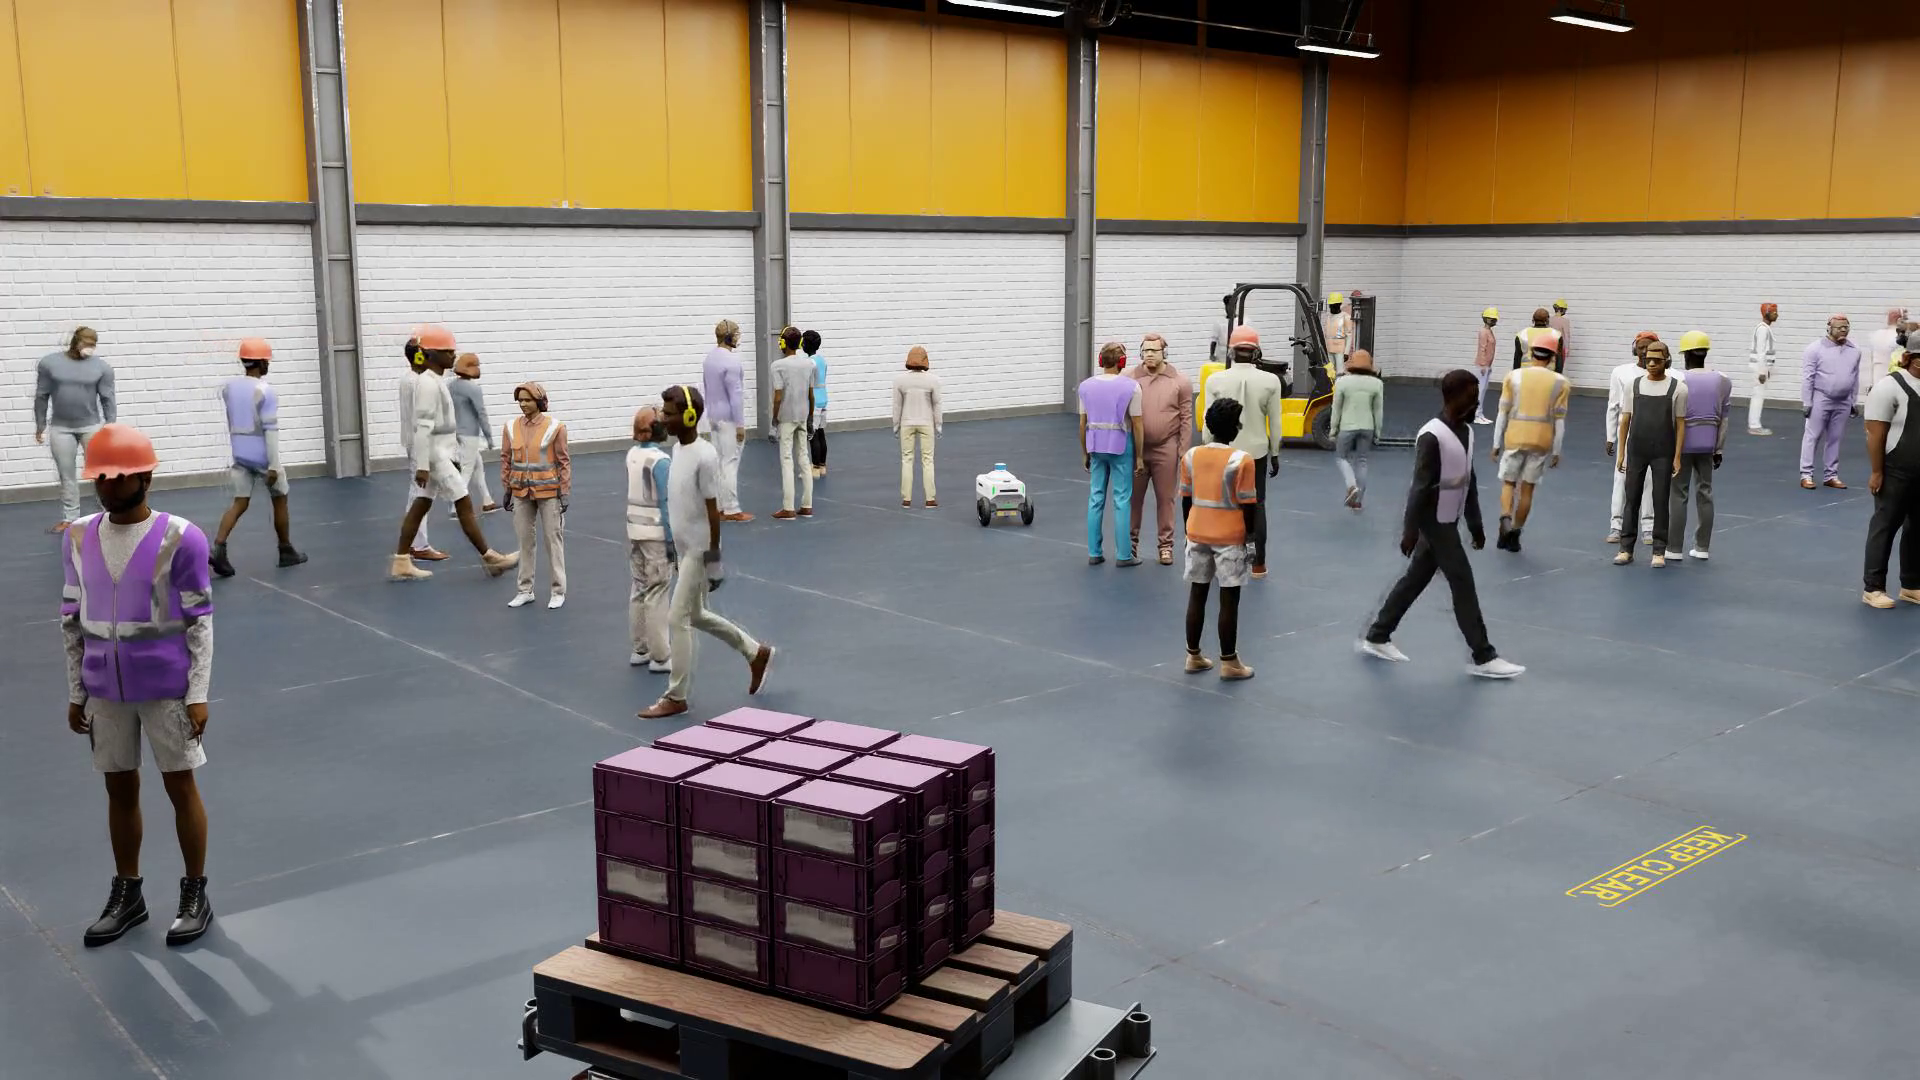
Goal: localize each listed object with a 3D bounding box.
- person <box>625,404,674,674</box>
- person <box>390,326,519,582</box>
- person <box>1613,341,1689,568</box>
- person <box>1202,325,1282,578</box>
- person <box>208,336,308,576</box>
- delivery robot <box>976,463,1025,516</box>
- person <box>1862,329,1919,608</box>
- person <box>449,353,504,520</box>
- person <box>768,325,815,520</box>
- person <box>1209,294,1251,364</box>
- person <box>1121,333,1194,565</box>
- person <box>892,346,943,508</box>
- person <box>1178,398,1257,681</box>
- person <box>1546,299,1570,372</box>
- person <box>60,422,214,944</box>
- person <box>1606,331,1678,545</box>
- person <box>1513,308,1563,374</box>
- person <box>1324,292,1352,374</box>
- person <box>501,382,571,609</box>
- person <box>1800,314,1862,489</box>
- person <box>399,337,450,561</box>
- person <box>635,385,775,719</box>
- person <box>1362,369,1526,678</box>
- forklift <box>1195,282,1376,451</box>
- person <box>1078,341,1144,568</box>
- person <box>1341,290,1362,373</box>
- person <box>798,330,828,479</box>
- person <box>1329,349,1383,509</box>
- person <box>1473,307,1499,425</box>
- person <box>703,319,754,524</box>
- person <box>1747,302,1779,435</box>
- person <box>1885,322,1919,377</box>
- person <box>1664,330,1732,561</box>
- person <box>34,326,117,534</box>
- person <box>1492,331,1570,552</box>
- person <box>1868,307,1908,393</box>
[{"bbox_3d":[-1.873,-0.007,10.161,0.310,1.636,0.522,-7,12,-35],"label":"person"},{"bbox_3d":[-3.968,-0.659,12.948,1.063,1.984,0.630,-3,10,-15],"label":"person"},{"bbox_3d":[5.635,-0.695,13.580,0.507,1.846,0.344,6,11,31],"label":"person"},{"bbox_3d":[2.216,-0.690,13.118,0.628,1.992,0.393,1,10,6],"label":"person"},{"bbox_3d":[-5.676,-0.673,13.283,0.545,1.907,0.914,3,10,18],"label":"person"},{"bbox_3d":[0.385,-0.487,15.863,0.477,0.478,0.707,-2,10,-12],"label":"delivery robot"},{"bbox_3d":[6.887,-0.517,11.968,0.689,2.000,0.537,-2,10,-13],"label":"person"},{"bbox_3d":[-4.678,-1.009,16.139,0.528,1.599,0.765,9,13,43],"label":"person"},{"bbox_3d":[-1.628,-1.127,16.054,0.531,1.865,0.317,-9,13,-42],"label":"person"},{"bbox_3d":[4.153,-2.811,25.672,0.626,1.940,0.667,3,10,19],"label":"person"},{"bbox_3d":[1.578,-0.743,13.678,0.643,1.910,0.400,3,10,16],"label":"person"},{"bbox_3d":[-0.428,-1.132,16.755,0.509,1.632,0.267,1,10,6],"label":"person"},{"bbox_3d":[1.555,-0.008,9.987,0.540,1.697,0.317,10,14,44],"label":"person"},{"bbox_3d":[10.710,-3.426,29.830,0.337,1.759,0.524,-6,11,-32],"label":"person"},{"bbox_3d":[-3.024,0.532,6.121,0.544,1.939,0.353,0,10,0],"label":"person"},{"bbox_3d":[5.996,-0.897,14.659,0.575,1.882,0.355,3,10,20],"label":"person"},{"bbox_3d":[7.720,-2.171,22.233,0.635,1.842,0.429,3,10,19],"label":"person"},{"bbox_3d":[6.334,-3.204,28.036,0.381,1.923,0.591,-6,11,-29],"label":"person"},{"bbox_3d":[-3.049,-0.317,11.973,0.522,1.638,0.310,2,10,12],"label":"person"},{"bbox_3d":[9.496,-1.501,18.118,0.643,1.910,0.400,-1,10,-4],"label":"person"},{"bbox_3d":[-4.499,-0.757,13.889,0.310,1.865,0.532,-5,11,-29],"label":"person"},{"bbox_3d":[-1.422,0.051,9.241,0.803,1.847,0.520,-5,11,-28],"label":"person"},{"bbox_3d":[2.950,-0.115,10.168,1.046,1.862,0.599,7,12,34],"label":"person"},{"bbox_3d":[4.328,-2.346,22.227,2.313,2.155,1.214,3,10,16],"label":"forklift"},{"bbox_3d":[1.229,-0.692,13.561,0.567,1.845,0.389,6,11,29],"label":"person"},{"bbox_3d":[7.346,-3.688,30.918,0.652,1.908,0.409,3,10,17],"label":"person"},{"bbox_3d":[-1.677,-1.537,18.948,0.318,1.697,0.533,2,10,14],"label":"person"},{"bbox_3d":[3.949,-1.094,16.570,0.525,1.620,0.402,0,10,-2],"label":"person"},{"bbox_3d":[7.956,-2.628,25.139,0.329,1.764,0.524,6,11,29],"label":"person"},{"bbox_3d":[-2.216,-1.124,15.822,0.367,1.936,0.647,-7,12,-34],"label":"person"},{"bbox_3d":[11.429,-2.439,23.684,0.345,1.882,0.598,5,11,26],"label":"person"},{"bbox_3d":[10.546,-1.514,18.526,0.429,1.808,0.725,-1,10,-3],"label":"person"},{"bbox_3d":[6.074,-0.777,13.829,0.587,1.926,0.368,-1,10,-7],"label":"person"},{"bbox_3d":[-8.125,-1.017,15.342,0.710,1.900,0.408,-4,10,-20],"label":"person"},{"bbox_3d":[4.847,-0.817,14.153,0.592,1.901,0.586,4,10,20],"label":"person"},{"bbox_3d":[11.764,-1.970,20.912,0.503,1.891,0.655,0,10,0],"label":"person"}]
